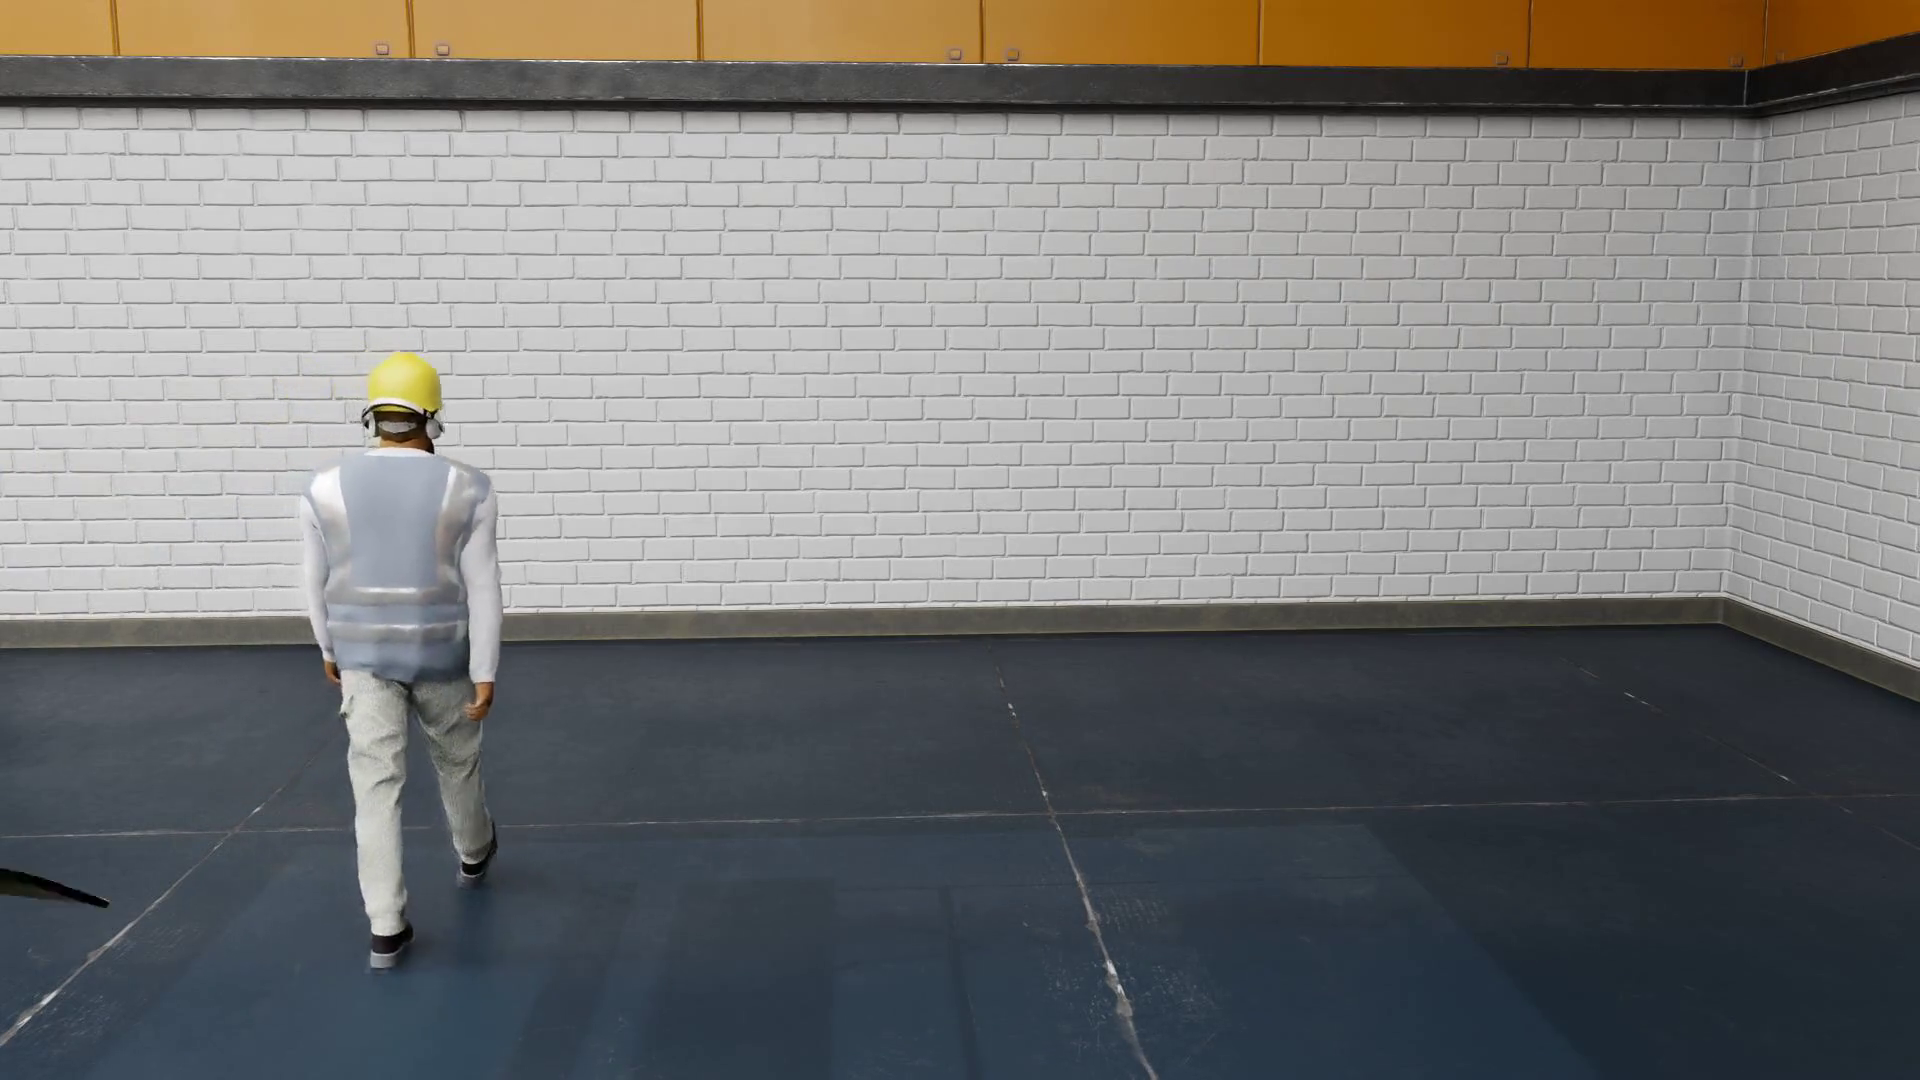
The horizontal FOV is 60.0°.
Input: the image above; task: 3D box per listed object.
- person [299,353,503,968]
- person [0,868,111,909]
[{"bbox_3d":[-1.695,0.321,5.134,0.596,1.779,0.935,-1,9,-9],"label":"person"},{"bbox_3d":[-0.644,0.962,1.022,0.599,1.818,0.466,8,12,41],"label":"person"}]
